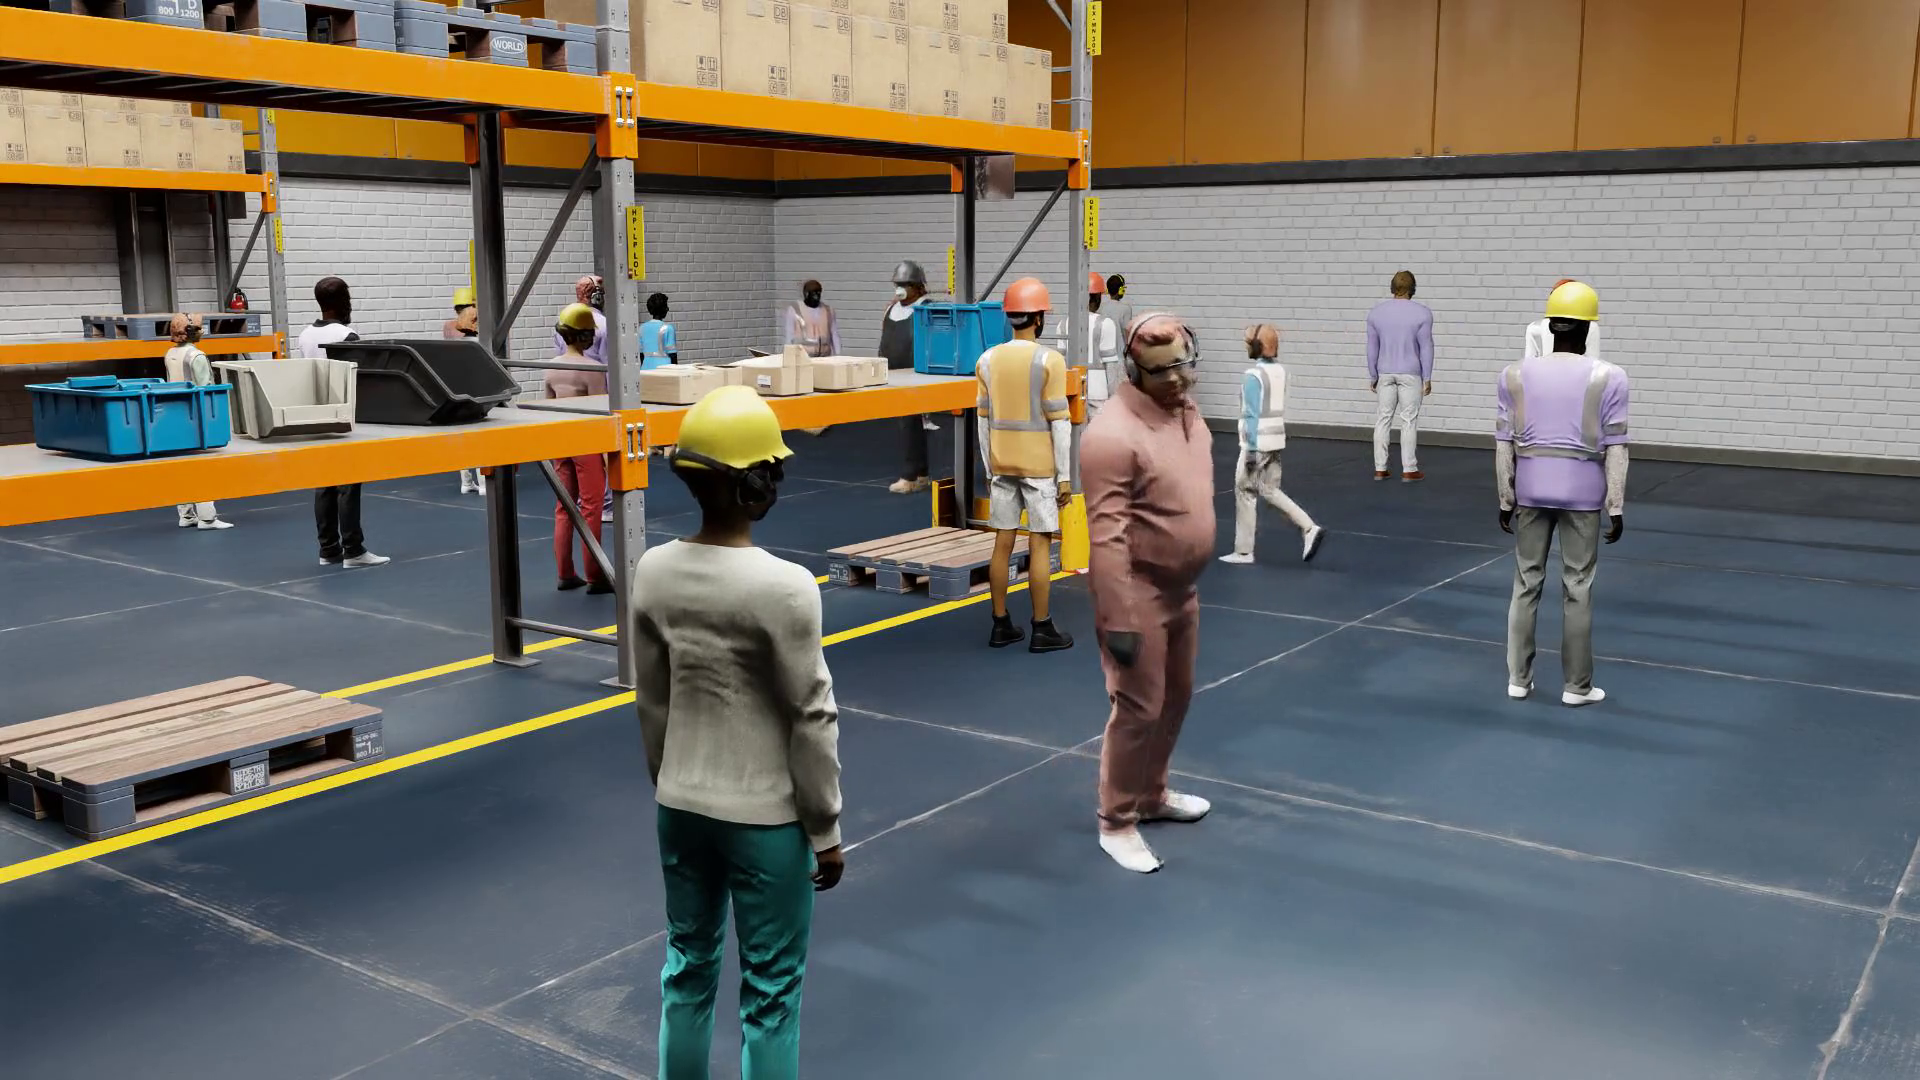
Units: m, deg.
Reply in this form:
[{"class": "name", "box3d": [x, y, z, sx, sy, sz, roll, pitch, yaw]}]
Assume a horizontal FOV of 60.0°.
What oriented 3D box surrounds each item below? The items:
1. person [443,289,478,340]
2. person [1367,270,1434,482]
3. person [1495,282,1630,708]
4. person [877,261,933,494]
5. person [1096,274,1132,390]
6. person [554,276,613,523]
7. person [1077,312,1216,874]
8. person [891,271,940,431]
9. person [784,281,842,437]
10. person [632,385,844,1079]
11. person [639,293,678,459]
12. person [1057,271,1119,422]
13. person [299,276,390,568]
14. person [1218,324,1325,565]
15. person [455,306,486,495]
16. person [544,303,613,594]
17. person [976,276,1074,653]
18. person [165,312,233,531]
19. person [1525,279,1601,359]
[{"class": "person", "box3d": [-4.989, -1.651, 16.767, 0.551, 1.725, 0.852, 1, 10, 5]}, {"class": "person", "box3d": [4.037, -1.498, 15.268, 0.631, 1.940, 0.372, 7, 12, 35]}, {"class": "person", "box3d": [2.729, -0.200, 7.568, 0.587, 1.927, 0.364, 7, 12, 35]}, {"class": "person", "box3d": [-0.509, -1.434, 14.577, 0.809, 2.000, 0.682, -8, 13, -41]}, {"class": "person", "box3d": [1.751, -2.044, 18.719, 0.513, 1.872, 0.328, 7, 12, 35]}, {"class": "person", "box3d": [-2.825, -1.085, 12.897, 0.643, 1.909, 0.410, 7, 12, 35]}, {"class": "person", "box3d": [0.647, 0.174, 5.547, 0.452, 1.863, 0.788, 6, 11, 33]}, {"class": "person", "box3d": [-0.522, -2.258, 19.885, 0.643, 1.909, 0.410, 7, 12, 35]}, {"class": "person", "box3d": [-1.677, -2.103, 19.327, 0.641, 1.790, 0.971, -6, 11, -32]}, {"class": "person", "box3d": [-0.460, 0.562, 3.502, 0.525, 1.772, 0.304, 7, 12, 35]}, {"class": "person", "box3d": [-3.078, -1.679, 17.064, 0.535, 1.696, 0.318, 7, 12, 35]}, {"class": "person", "box3d": [1.038, -1.179, 13.356, 0.545, 1.942, 0.349, 7, 12, 35]}, {"class": "person", "box3d": [-4.111, -0.771, 10.989, 0.593, 1.922, 0.391, 7, 12, 35]}, {"class": "person", "box3d": [2.057, -0.611, 10.951, 0.635, 1.618, 0.512, 7, 12, 36]}, {"class": "person", "box3d": [-4.191, -1.202, 14.408, 0.500, 1.633, 0.284, 7, 12, 35]}, {"class": "person", "box3d": [-2.303, -0.552, 10.135, 0.525, 1.772, 0.304, 7, 12, 35]}, {"class": "person", "box3d": [0.345, -0.383, 8.617, 0.545, 1.942, 0.349, 7, 12, 35]}, {"class": "person", "box3d": [-5.763, -0.885, 12.504, 0.514, 1.641, 0.307, 7, 12, 35]}, {"class": "person", "box3d": [4.631, -1.058, 12.804, 0.575, 1.884, 0.355, 7, 12, 35]}]
